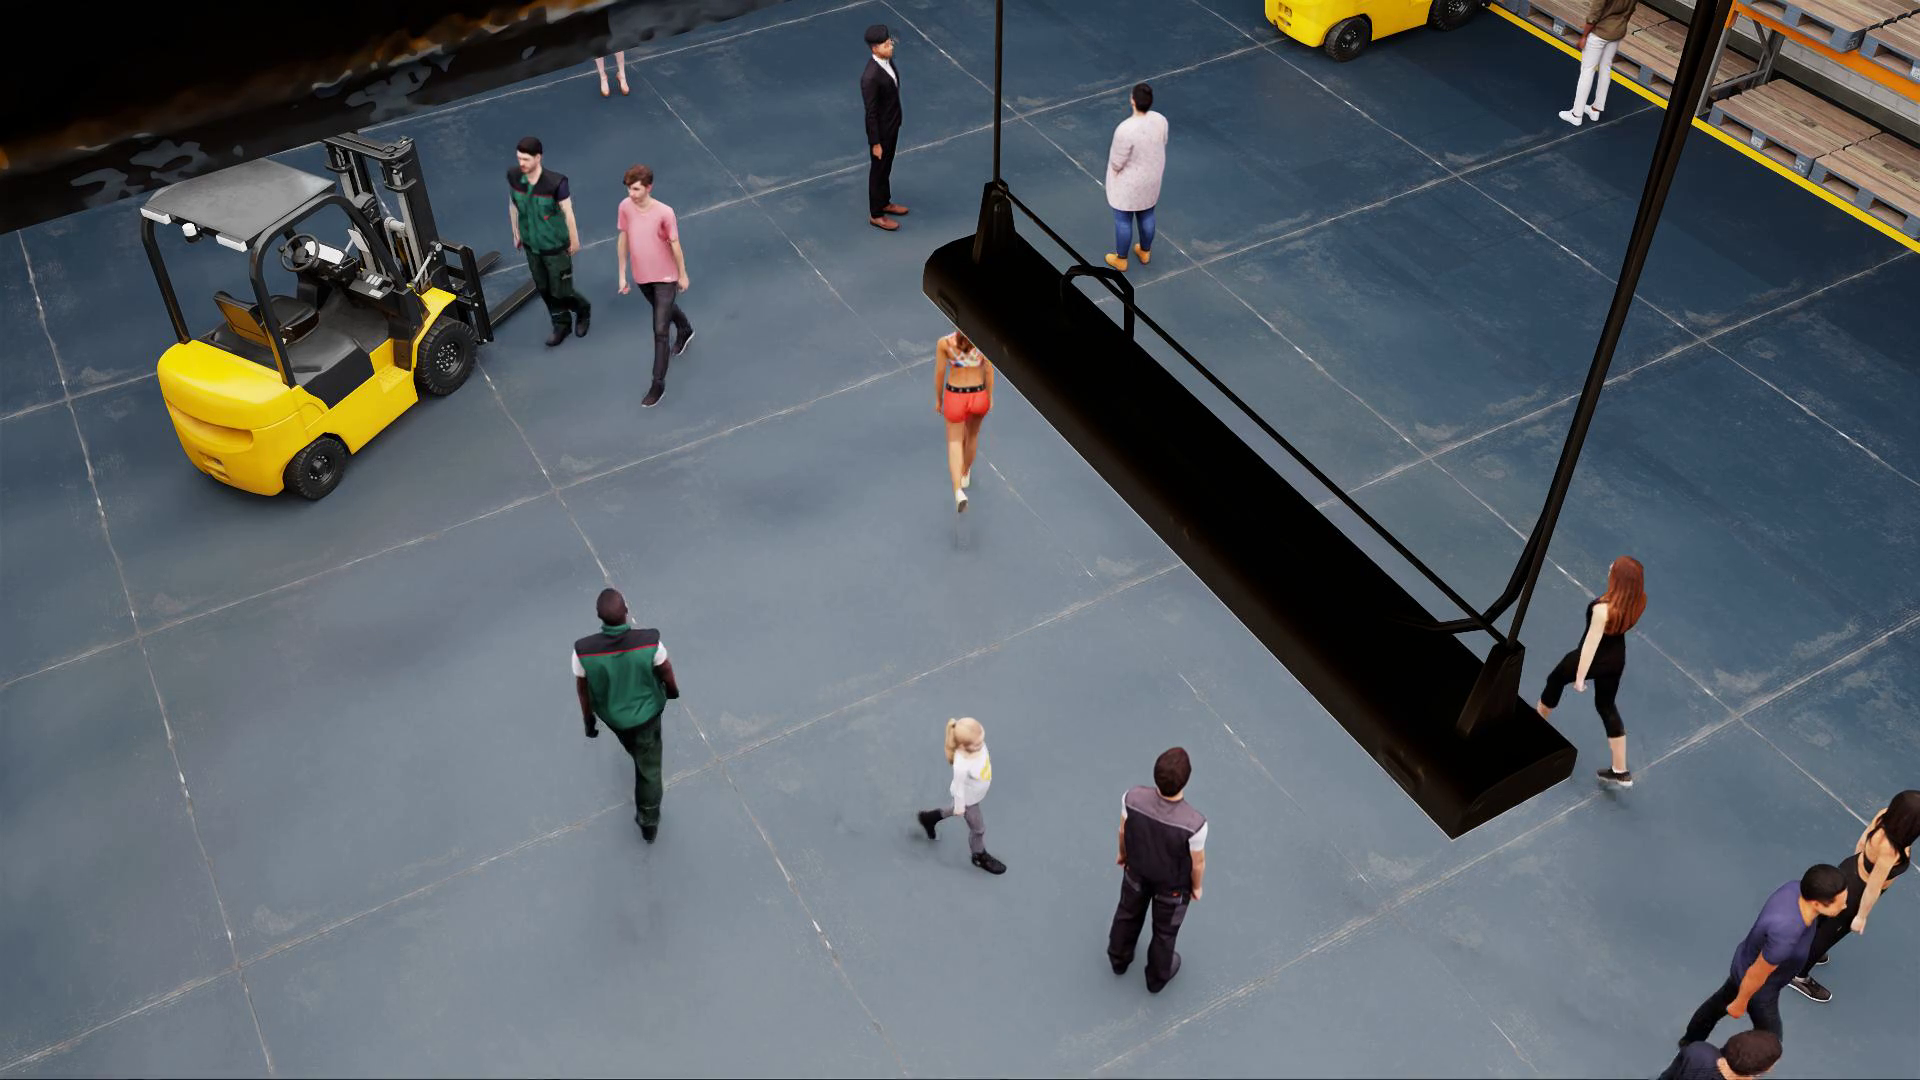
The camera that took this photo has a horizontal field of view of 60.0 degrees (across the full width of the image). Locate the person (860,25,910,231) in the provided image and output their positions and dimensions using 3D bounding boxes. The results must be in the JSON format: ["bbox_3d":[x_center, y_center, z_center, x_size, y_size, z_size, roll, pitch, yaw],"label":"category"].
[{"bbox_3d":[-0.694,-3.635,14.585,0.817,1.884,0.753,10,44,10],"label":"person"}]

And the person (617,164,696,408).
[{"bbox_3d":[-2.325,-2.100,12.956,1.238,1.908,1.238,14,45,14],"label":"person"}]

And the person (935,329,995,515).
[{"bbox_3d":[0.041,-0.944,11.839,0.855,1.774,1.056,-1,44,-2],"label":"person"}]

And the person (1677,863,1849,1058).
[{"bbox_3d":[4.027,2.187,8.550,0.825,1.780,0.806,24,49,23],"label":"person"}]

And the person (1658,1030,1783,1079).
[{"bbox_3d":[3.318,2.863,7.788,0.787,1.851,0.705,-8,44,-8],"label":"person"}]

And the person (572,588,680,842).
[{"bbox_3d":[-1.913,1.065,9.714,0.993,1.798,1.246,-6,44,-6],"label":"person"}]

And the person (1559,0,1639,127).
[{"bbox_3d":[6.170,-4.853,15.905,0.759,1.825,0.616,-15,46,-16],"label":"person"}]

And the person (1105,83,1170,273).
[{"bbox_3d":[1.501,-3.089,14.114,0.679,1.744,0.613,-20,47,-20],"label":"person"}]

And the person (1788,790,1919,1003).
[{"bbox_3d":[4.834,1.873,8.979,0.676,1.642,0.635,14,45,14],"label":"person"}]

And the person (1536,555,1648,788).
[{"bbox_3d":[3.925,0.798,10.072,0.648,1.691,1.152,-16,46,-17],"label":"person"}]

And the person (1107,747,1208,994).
[{"bbox_3d":[1.063,1.778,8.932,0.698,1.843,0.811,23,48,23],"label":"person"}]

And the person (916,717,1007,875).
[{"bbox_3d":[-0.007,1.447,9.698,0.879,1.266,0.798,13,45,14],"label":"person"}]

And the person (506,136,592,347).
[{"bbox_3d":[-3.261,-2.425,13.313,0.842,1.886,0.908,15,46,16],"label":"person"}]
